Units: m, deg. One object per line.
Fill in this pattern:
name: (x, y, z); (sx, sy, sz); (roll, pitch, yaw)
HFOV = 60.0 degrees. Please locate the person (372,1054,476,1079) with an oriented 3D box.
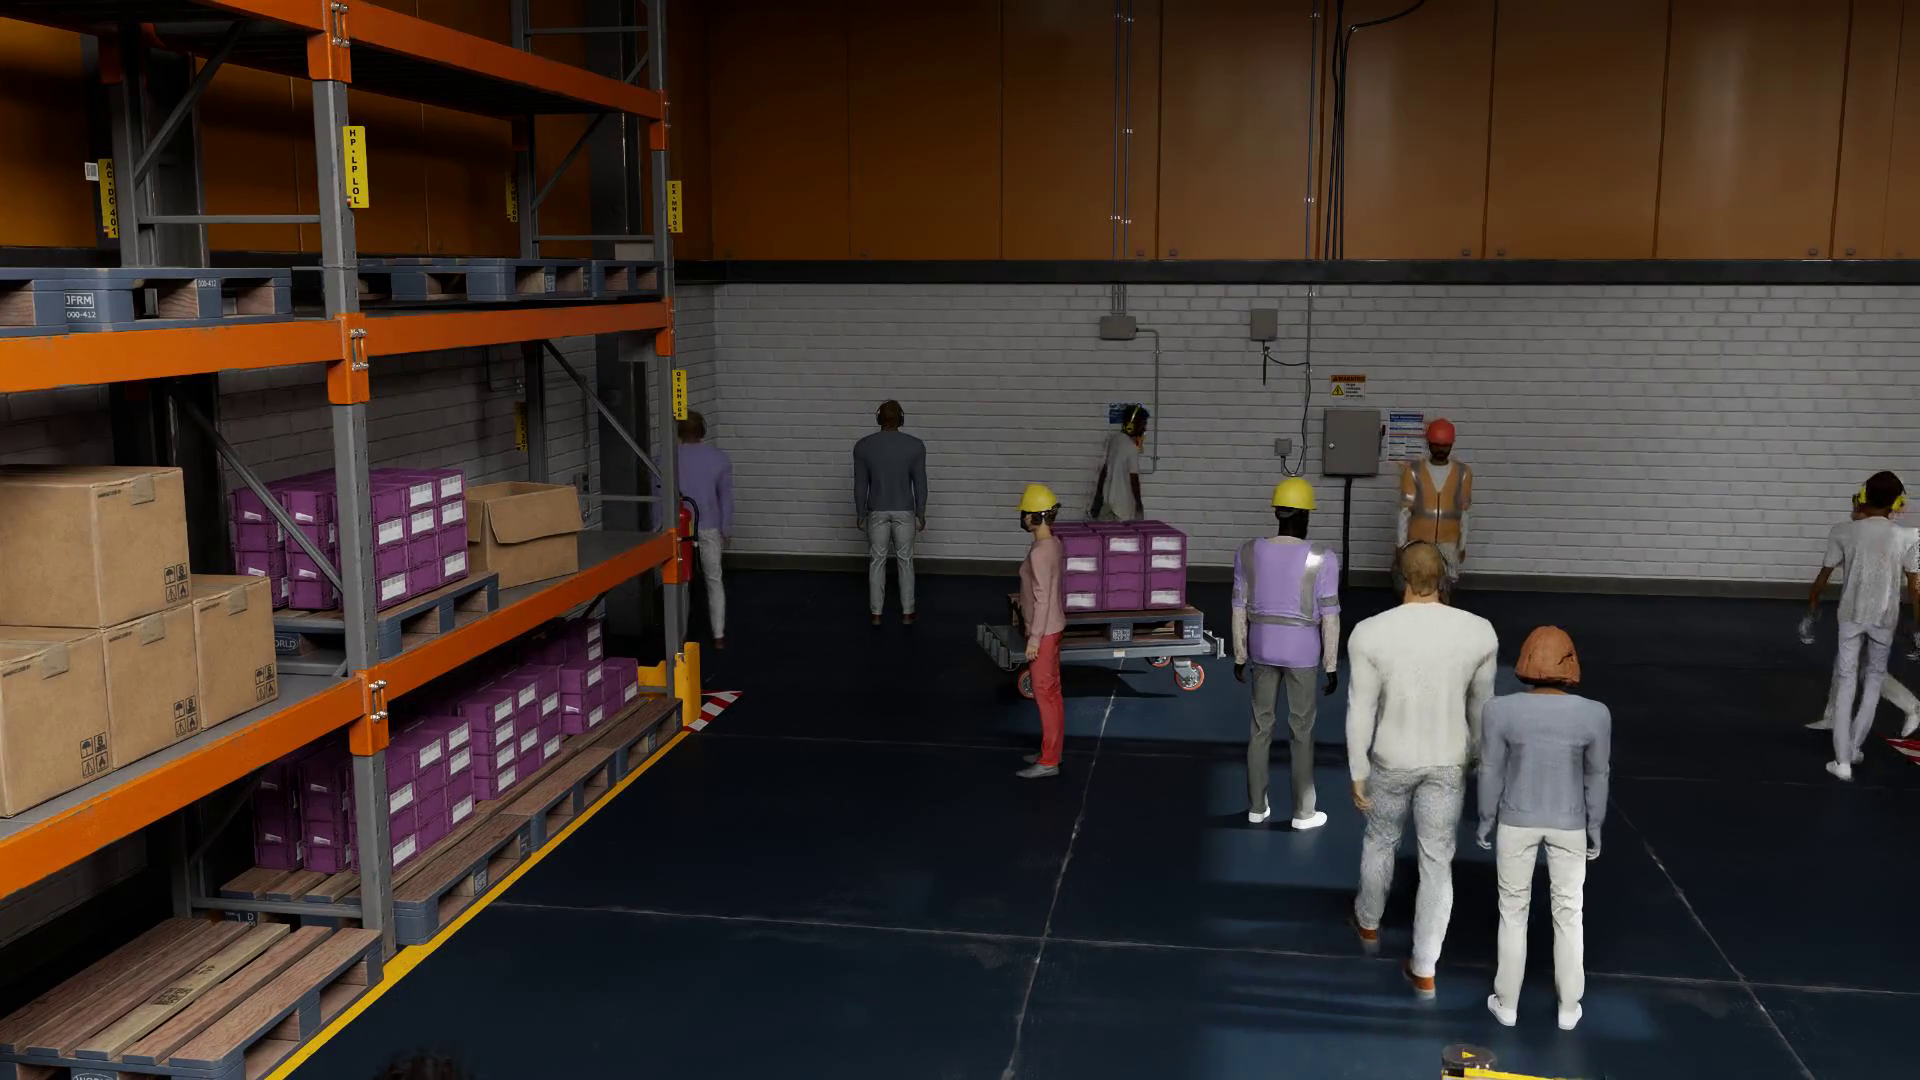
person: (-0.976, 1.696, 3.194); (0.540, 1.670, 0.568); (-2, 9, -13)

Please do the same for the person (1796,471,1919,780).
person: (5.433, 0.498, 10.041); (0.687, 1.832, 0.724); (5, 10, 26)

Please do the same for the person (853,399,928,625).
person: (-0.591, -0.234, 14.254); (0.635, 1.939, 0.366); (0, 9, 0)

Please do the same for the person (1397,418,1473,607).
person: (3.745, -0.031, 13.168); (0.560, 1.902, 0.988); (2, 9, 10)

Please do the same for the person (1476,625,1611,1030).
person: (2.321, 1.149, 6.662); (0.501, 1.631, 0.286); (2, 9, 14)

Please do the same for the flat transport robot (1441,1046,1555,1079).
flat transport robot: (1.870, 2.047, 5.315); (0.652, 0.197, 1.431); (3, 10, 16)

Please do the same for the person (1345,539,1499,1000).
person: (1.962, 0.929, 7.184); (0.644, 1.898, 0.914); (1, 9, 7)

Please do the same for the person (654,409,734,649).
person: (-2.114, -0.078, 13.295); (0.636, 1.937, 0.359); (-4, 10, -21)

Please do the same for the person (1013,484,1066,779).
person: (0.470, 0.546, 9.977); (0.321, 1.767, 0.533); (2, 9, 12)

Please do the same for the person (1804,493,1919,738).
person: (5.920, 0.495, 10.779); (0.623, 1.630, 0.529); (3, 10, 17)

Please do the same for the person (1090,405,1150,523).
person: (1.454, -0.315, 15.086); (0.455, 1.829, 0.564); (-4, 10, -23)

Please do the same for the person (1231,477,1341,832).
person: (1.774, 0.617, 9.046); (0.593, 1.922, 0.384); (5, 10, 28)
